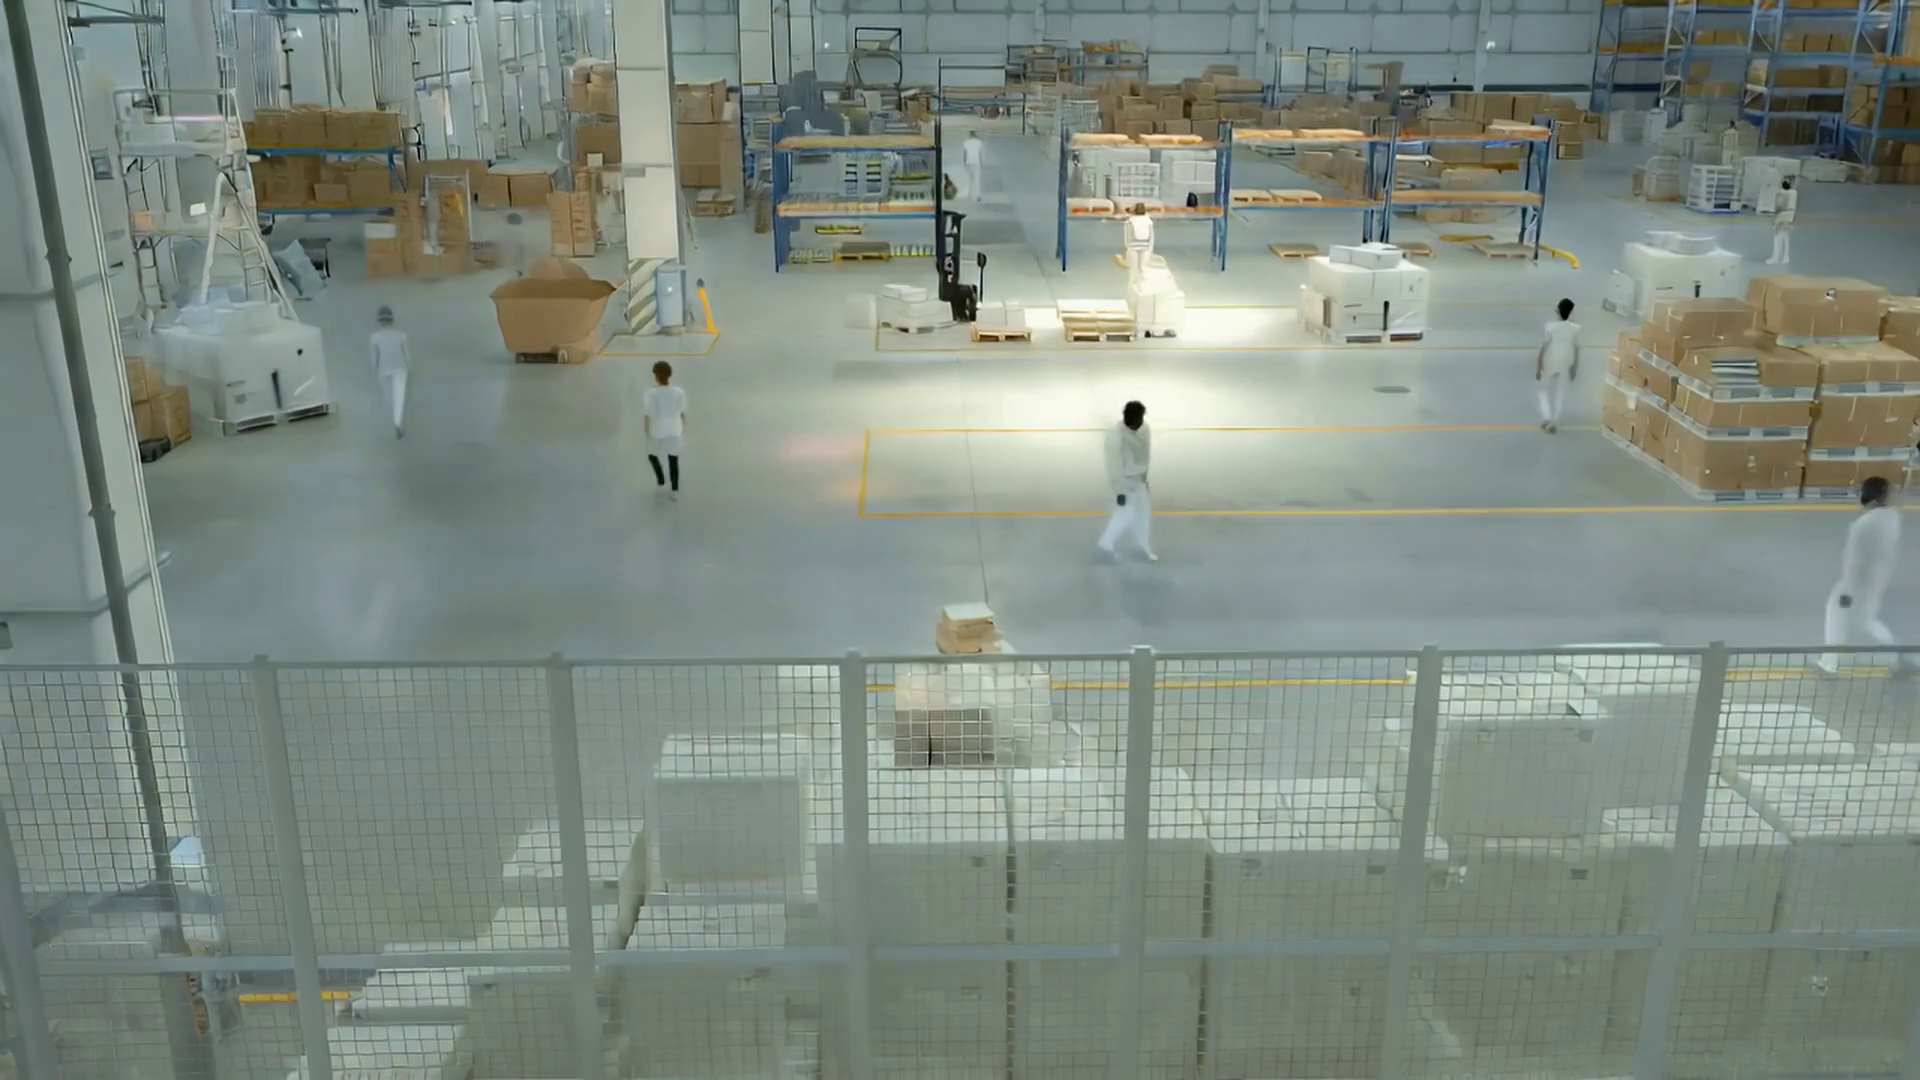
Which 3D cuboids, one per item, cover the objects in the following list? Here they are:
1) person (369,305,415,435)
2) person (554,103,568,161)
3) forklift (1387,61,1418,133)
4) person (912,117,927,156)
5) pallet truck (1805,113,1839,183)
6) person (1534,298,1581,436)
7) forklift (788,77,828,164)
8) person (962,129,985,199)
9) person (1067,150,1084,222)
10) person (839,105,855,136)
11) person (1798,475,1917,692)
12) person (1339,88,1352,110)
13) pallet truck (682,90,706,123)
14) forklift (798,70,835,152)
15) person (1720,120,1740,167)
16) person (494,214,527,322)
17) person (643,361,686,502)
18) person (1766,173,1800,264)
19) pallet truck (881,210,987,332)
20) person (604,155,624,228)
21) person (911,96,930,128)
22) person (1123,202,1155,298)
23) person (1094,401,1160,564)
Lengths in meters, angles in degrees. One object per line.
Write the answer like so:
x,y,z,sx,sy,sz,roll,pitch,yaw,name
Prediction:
-7.677,-2.304,22.479,0.521,1.729,0.888,-1,19,-4,person
-13.493,-13.776,56.213,0.381,1.934,0.546,-6,19,-16,person
17.177,-17.556,65.953,1.873,2.768,1.129,-1,19,-2,forklift
-1.305,-12.611,53.044,0.515,1.733,0.535,-6,20,-18,person
26.403,-11.957,50.702,0.823,1.965,1.885,6,19,16,pallet truck
8.001,-2.322,22.340,0.564,1.851,0.400,1,19,4,person
-5.414,-13.916,55.155,1.873,2.768,1.129,-6,19,-16,forklift
0.365,-10.502,46.517,0.669,1.920,0.507,6,19,16,person
2.909,-8.959,42.072,0.399,1.826,0.535,17,25,40,person
-4.048,-14.774,59.643,0.526,1.608,0.728,-6,20,-17,person
7.810,0.382,14.244,0.640,1.913,0.864,-12,22,-32,person
14.846,-16.539,64.446,0.637,1.893,0.696,-7,20,-19,person
-9.671,-15.907,62.421,0.823,1.965,1.885,5,19,15,pallet truck
-5.368,-15.171,58.877,1.873,2.768,1.129,-10,21,-28,forklift
24.152,-12.305,52.195,0.540,1.698,0.317,7,20,21,person
-7.902,-4.847,29.706,1.046,1.937,0.649,-4,19,-13,person
-3.448,-1.261,19.457,0.548,1.679,0.381,-10,21,-28,person
17.780,-6.931,35.908,0.539,1.930,0.385,-5,19,-14,person
-0.493,-4.759,29.349,1.885,1.965,0.823,-13,23,-34,pallet truck
-8.335,-8.436,40.510,0.803,1.857,0.596,5,19,14,person
-1.419,-14.961,59.737,0.638,1.919,0.598,4,19,12,person
3.431,-5.590,32.057,0.625,1.844,0.429,-5,19,-14,person
1.733,-0.610,17.341,0.667,1.811,0.564,-17,25,-41,person
